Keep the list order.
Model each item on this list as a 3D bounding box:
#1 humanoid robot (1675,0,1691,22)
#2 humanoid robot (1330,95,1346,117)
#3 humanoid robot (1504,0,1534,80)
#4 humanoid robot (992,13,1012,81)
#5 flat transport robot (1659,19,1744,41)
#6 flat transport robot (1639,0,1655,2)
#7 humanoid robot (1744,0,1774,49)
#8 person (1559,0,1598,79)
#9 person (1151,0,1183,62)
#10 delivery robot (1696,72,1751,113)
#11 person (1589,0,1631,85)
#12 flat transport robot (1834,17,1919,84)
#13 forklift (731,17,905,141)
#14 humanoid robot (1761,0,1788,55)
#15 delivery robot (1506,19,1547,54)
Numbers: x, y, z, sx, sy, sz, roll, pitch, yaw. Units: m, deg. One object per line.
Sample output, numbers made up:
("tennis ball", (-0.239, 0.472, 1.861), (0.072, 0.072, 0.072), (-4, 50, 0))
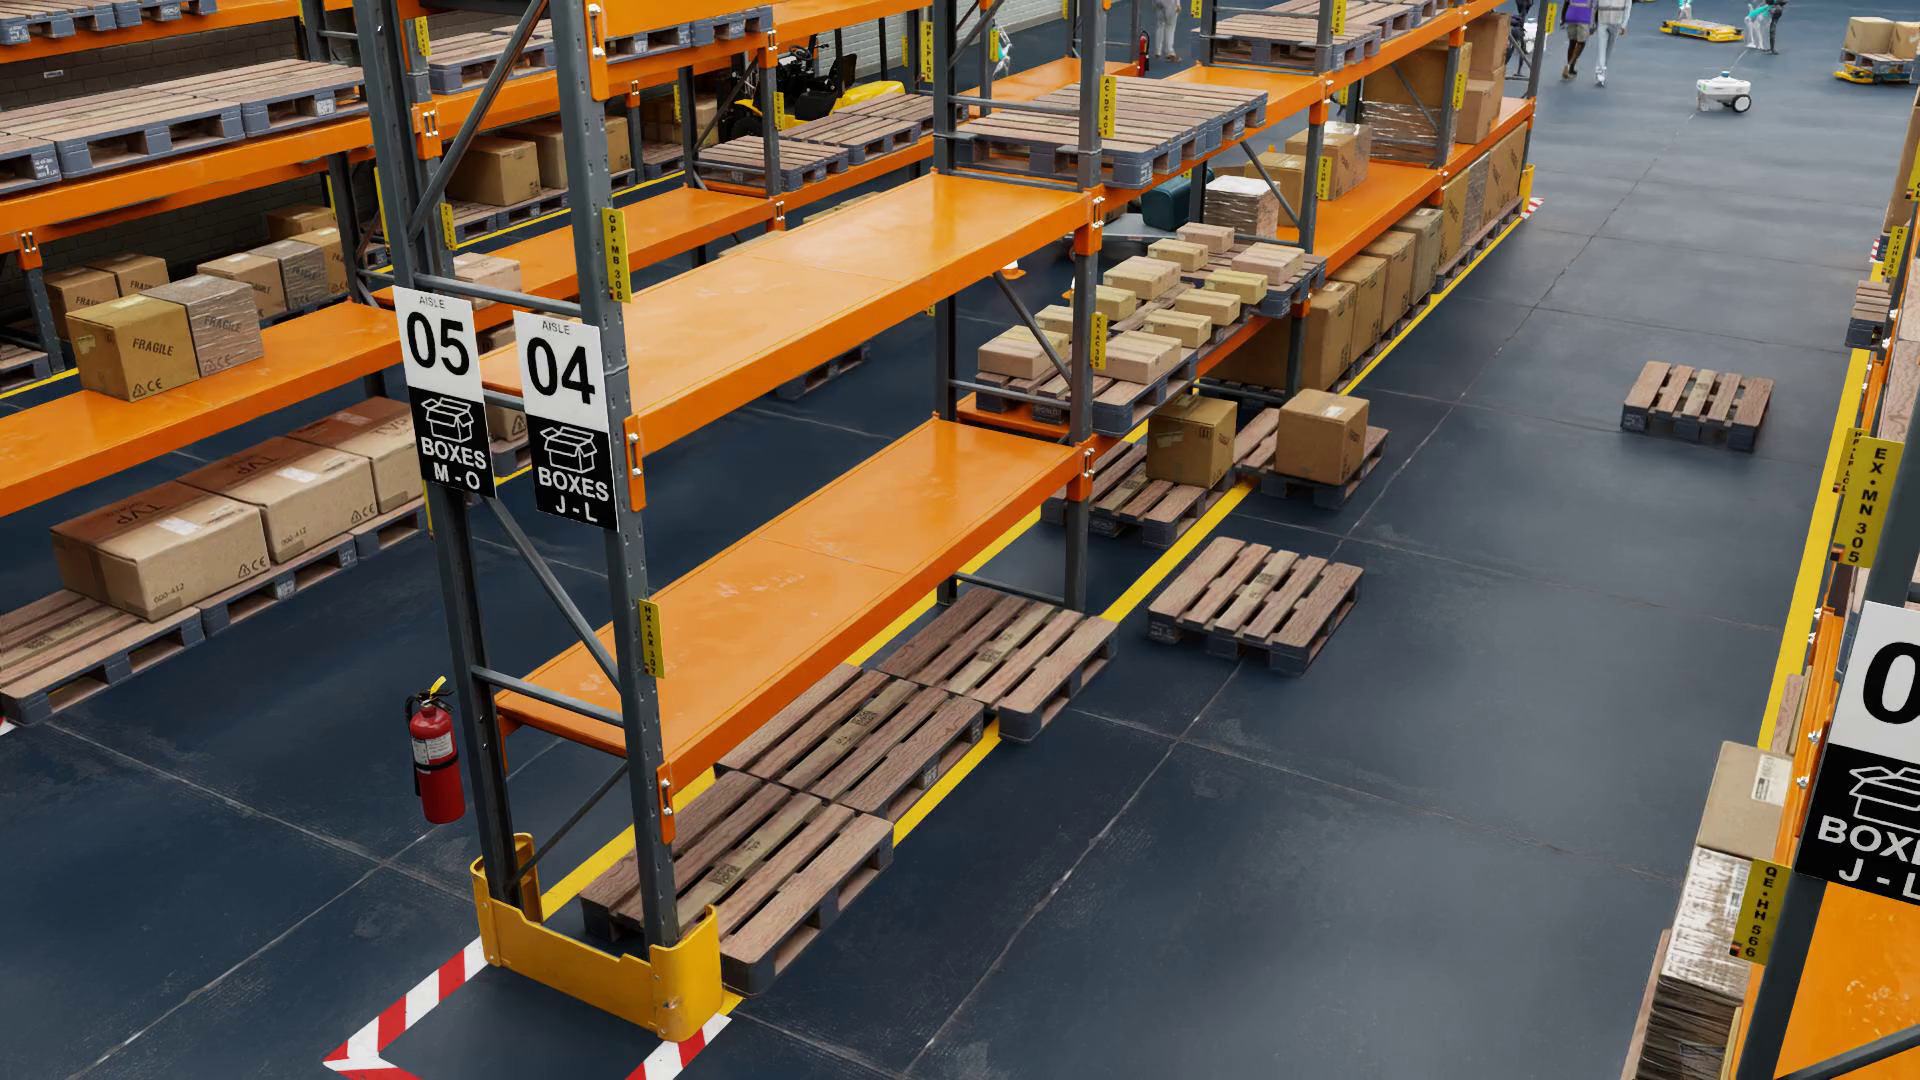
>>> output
("humanoid robot", (13.709, -10.471, 31.397), (0.597, 1.768, 0.881), (3, 26, 6))
("humanoid robot", (5.399, -6.887, 24.040), (0.477, 1.646, 0.599), (4, 26, 8))
("humanoid robot", (9.108, -8.356, 27.091), (0.565, 1.634, 0.599), (8, 27, 16))
("humanoid robot", (0.681, -8.071, 26.535), (0.789, 1.867, 0.562), (6, 26, 13))
("flat transport robot", (13.934, -9.580, 31.248), (0.659, 0.231, 1.431), (-11, 28, -21))
("flat transport robot", (14.159, -11.645, 35.539), (1.431, 0.231, 0.659), (-4, 26, -9))
("humanoid robot", (14.447, -9.682, 29.791), (0.798, 1.784, 0.541), (23, 34, 39))
("person", (10.059, -8.476, 27.046), (0.617, 1.926, 0.789), (19, 32, 34))
("person", (3.587, -9.236, 28.679), (0.363, 1.893, 0.841), (-21, 33, -37))
("delivery robot", (11.484, -6.718, 24.987), (0.779, 0.608, 0.499), (1, 26, 3))
("person", (10.428, -8.292, 26.747), (0.589, 1.848, 1.033), (8, 27, 16))
("flat transport robot", (15.167, -7.633, 27.202), (1.431, 0.231, 0.659), (-1, 26, -2))
("forklift", (-1.819, -5.975, 21.543), (2.313, 2.155, 1.214), (14, 29, 26))
("humanoid robot", (14.408, -9.420, 29.295), (0.390, 1.647, 0.610), (13, 29, 26))
("delivery robot", (10.147, -8.999, 29.700), (0.775, 0.585, 0.499), (-16, 30, -29))
